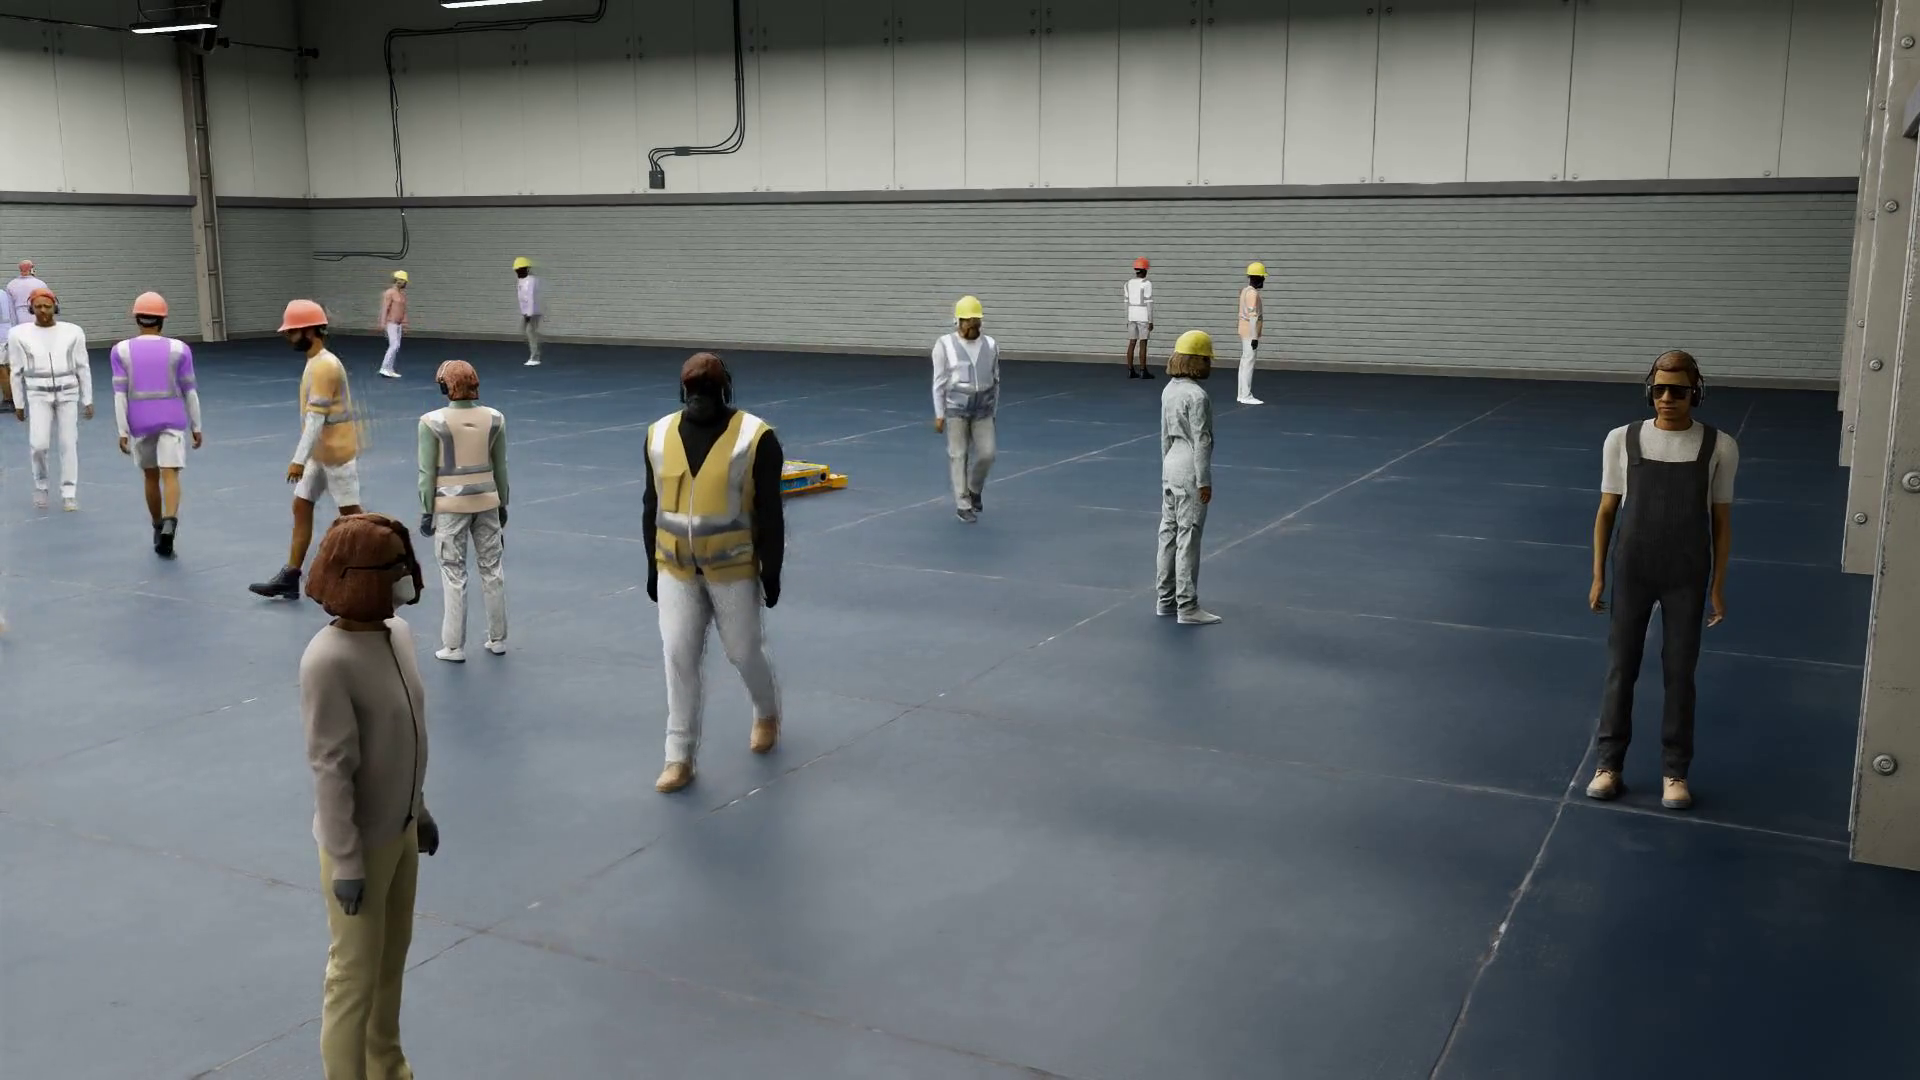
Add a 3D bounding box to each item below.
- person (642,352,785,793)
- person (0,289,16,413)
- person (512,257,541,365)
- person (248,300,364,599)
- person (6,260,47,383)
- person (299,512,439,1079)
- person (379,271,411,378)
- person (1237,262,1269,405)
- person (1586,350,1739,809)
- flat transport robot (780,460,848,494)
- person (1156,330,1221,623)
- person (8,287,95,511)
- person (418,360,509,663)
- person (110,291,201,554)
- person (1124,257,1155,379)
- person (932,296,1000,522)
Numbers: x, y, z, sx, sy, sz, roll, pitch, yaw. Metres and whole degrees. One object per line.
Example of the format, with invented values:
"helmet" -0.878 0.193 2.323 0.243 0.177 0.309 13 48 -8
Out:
"person" -1.053 0.102 7.104 0.643 1.819 0.808 2 11 12
"person" -12.473 -2.603 21.514 0.370 1.939 0.543 -2 11 -11
"person" -7.658 -4.033 29.404 0.434 1.906 0.603 -8 13 -37
"person" -4.073 -0.534 10.371 0.920 1.893 0.548 -6 12 -28
"person" -14.446 -3.398 25.931 0.643 1.912 0.410 0 10 0
"person" -1.439 0.739 4.122 0.278 1.634 0.498 1 10 3
"person" -9.126 -3.487 26.899 0.472 1.720 0.561 2 11 9
"person" 3.997 -2.815 22.705 0.382 1.924 0.594 0 10 0
"person" 2.817 0.159 6.708 0.514 1.845 0.336 5 11 24
"flat transport robot" -1.713 -0.531 14.767 0.652 0.197 1.431 8 13 37
"person" 1.366 -0.375 9.909 0.302 1.742 0.486 -4 11 -21
"person" -7.544 -1.163 13.847 0.591 1.872 0.401 -7 13 -34
"person" -2.676 -0.156 9.006 0.514 1.636 0.310 -10 14 -43
"person" -5.843 -0.849 12.112 0.556 1.906 0.928 -4 11 -21
"person" 2.887 -3.548 26.668 0.361 1.939 0.542 -10 14 -44
"person" 0.059 -1.048 13.368 0.596 1.818 0.424 -4 11 -19
